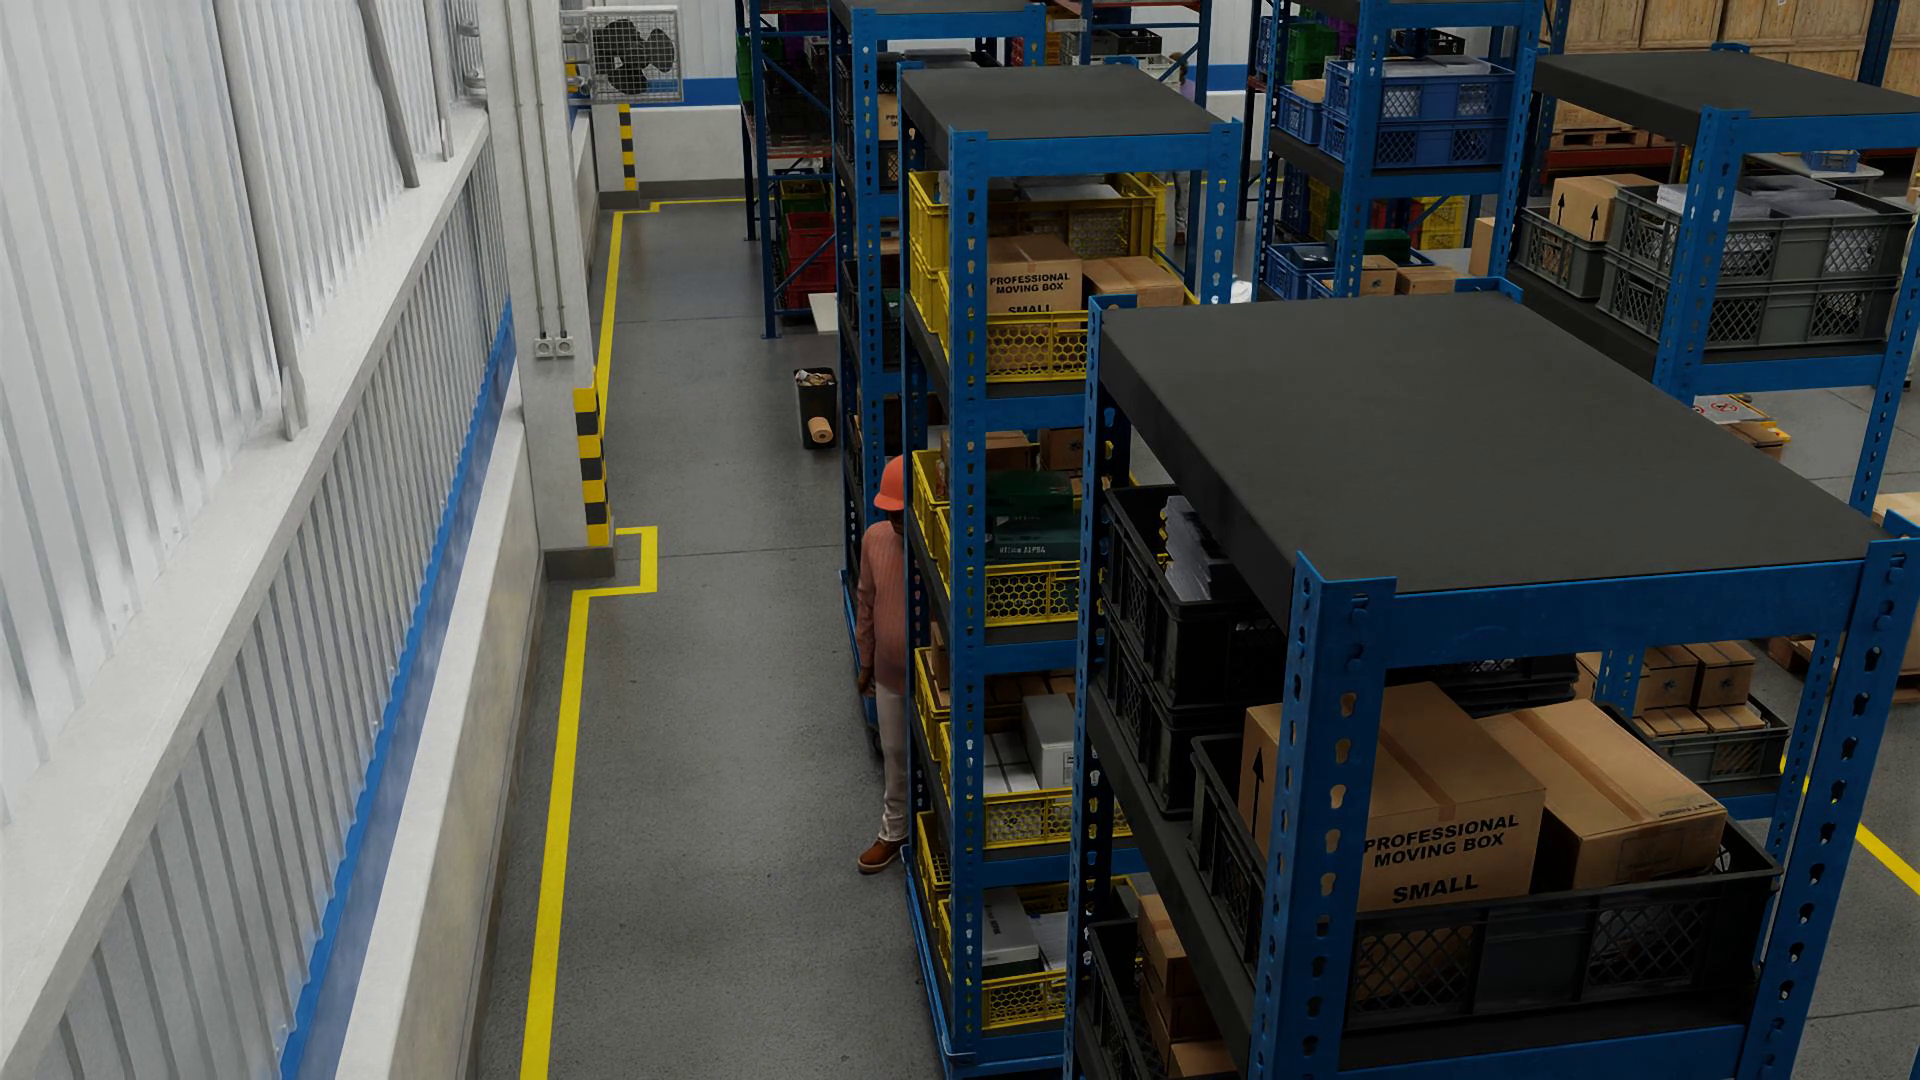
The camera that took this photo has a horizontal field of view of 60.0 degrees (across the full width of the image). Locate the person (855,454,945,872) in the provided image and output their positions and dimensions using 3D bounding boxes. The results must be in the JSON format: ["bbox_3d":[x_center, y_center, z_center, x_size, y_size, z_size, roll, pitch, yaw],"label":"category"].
[{"bbox_3d":[-0.184,0.565,6.990,0.622,1.993,0.383,15,29,30],"label":"person"}]

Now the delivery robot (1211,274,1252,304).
[{"bbox_3d":[2.302,-2.031,14.236,0.477,0.478,0.707,10,27,22],"label":"delivery robot"}]

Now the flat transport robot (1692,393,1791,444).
[{"bbox_3d":[5.224,-0.859,12.132,1.431,0.197,0.652,-4,25,-8],"label":"flat transport robot"}]

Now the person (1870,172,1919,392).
[{"bbox_3d":[7.420,-2.065,12.899,0.404,1.831,0.600,9,26,20],"label":"person"}]

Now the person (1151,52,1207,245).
[{"bbox_3d":[2.169,-3.982,16.942,0.634,1.936,0.351,6,25,13],"label":"person"}]

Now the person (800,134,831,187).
[{"bbox_3d":[-1.582,-4.574,18.292,0.353,1.884,0.573,-22,33,-40],"label":"person"}]
